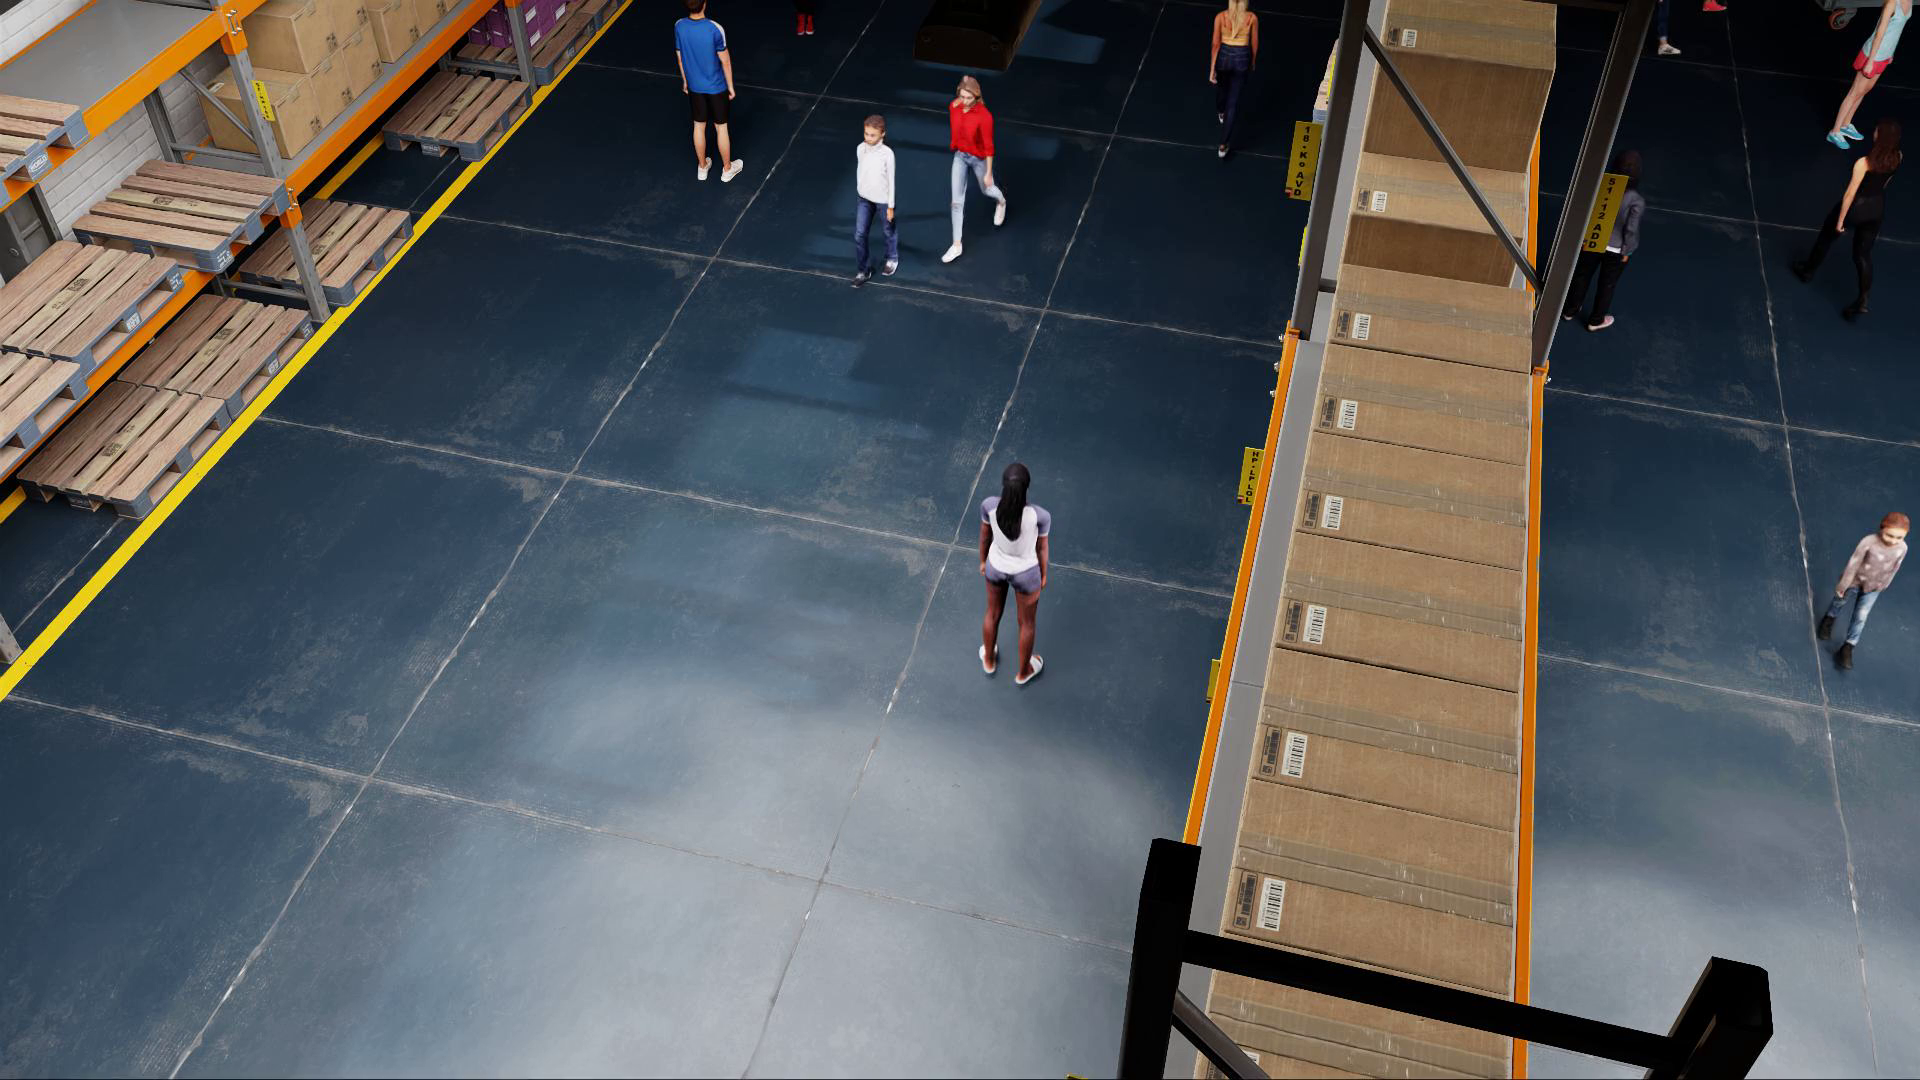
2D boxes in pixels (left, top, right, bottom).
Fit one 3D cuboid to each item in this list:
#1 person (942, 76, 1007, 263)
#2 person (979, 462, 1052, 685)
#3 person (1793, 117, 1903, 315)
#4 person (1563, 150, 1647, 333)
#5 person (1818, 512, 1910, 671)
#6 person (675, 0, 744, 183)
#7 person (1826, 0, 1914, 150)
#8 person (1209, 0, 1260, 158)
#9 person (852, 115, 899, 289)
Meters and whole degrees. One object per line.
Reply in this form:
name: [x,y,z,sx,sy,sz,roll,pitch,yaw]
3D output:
person: [0.155,-3.276,14.324,0.875,1.654,1.261,22,48,22]
person: [0.334,0.209,10.622,0.633,1.714,0.576,15,46,15]
person: [7.424,-2.629,13.643,0.908,1.655,1.224,-6,44,-6]
person: [5.244,-2.429,13.470,0.838,1.603,0.800,-31,51,-28]
person: [5.964,0.230,10.993,0.507,1.171,0.739,13,45,14]
person: [-2.302,-4.137,15.073,0.658,1.866,0.587,7,44,7]
person: [8.595,-4.539,15.569,0.672,1.764,0.746,-28,50,-26]
person: [2.541,-4.357,15.513,0.563,1.578,1.128,10,45,10]
person: [-0.655,-2.924,14.039,0.609,1.536,0.828,15,46,15]
